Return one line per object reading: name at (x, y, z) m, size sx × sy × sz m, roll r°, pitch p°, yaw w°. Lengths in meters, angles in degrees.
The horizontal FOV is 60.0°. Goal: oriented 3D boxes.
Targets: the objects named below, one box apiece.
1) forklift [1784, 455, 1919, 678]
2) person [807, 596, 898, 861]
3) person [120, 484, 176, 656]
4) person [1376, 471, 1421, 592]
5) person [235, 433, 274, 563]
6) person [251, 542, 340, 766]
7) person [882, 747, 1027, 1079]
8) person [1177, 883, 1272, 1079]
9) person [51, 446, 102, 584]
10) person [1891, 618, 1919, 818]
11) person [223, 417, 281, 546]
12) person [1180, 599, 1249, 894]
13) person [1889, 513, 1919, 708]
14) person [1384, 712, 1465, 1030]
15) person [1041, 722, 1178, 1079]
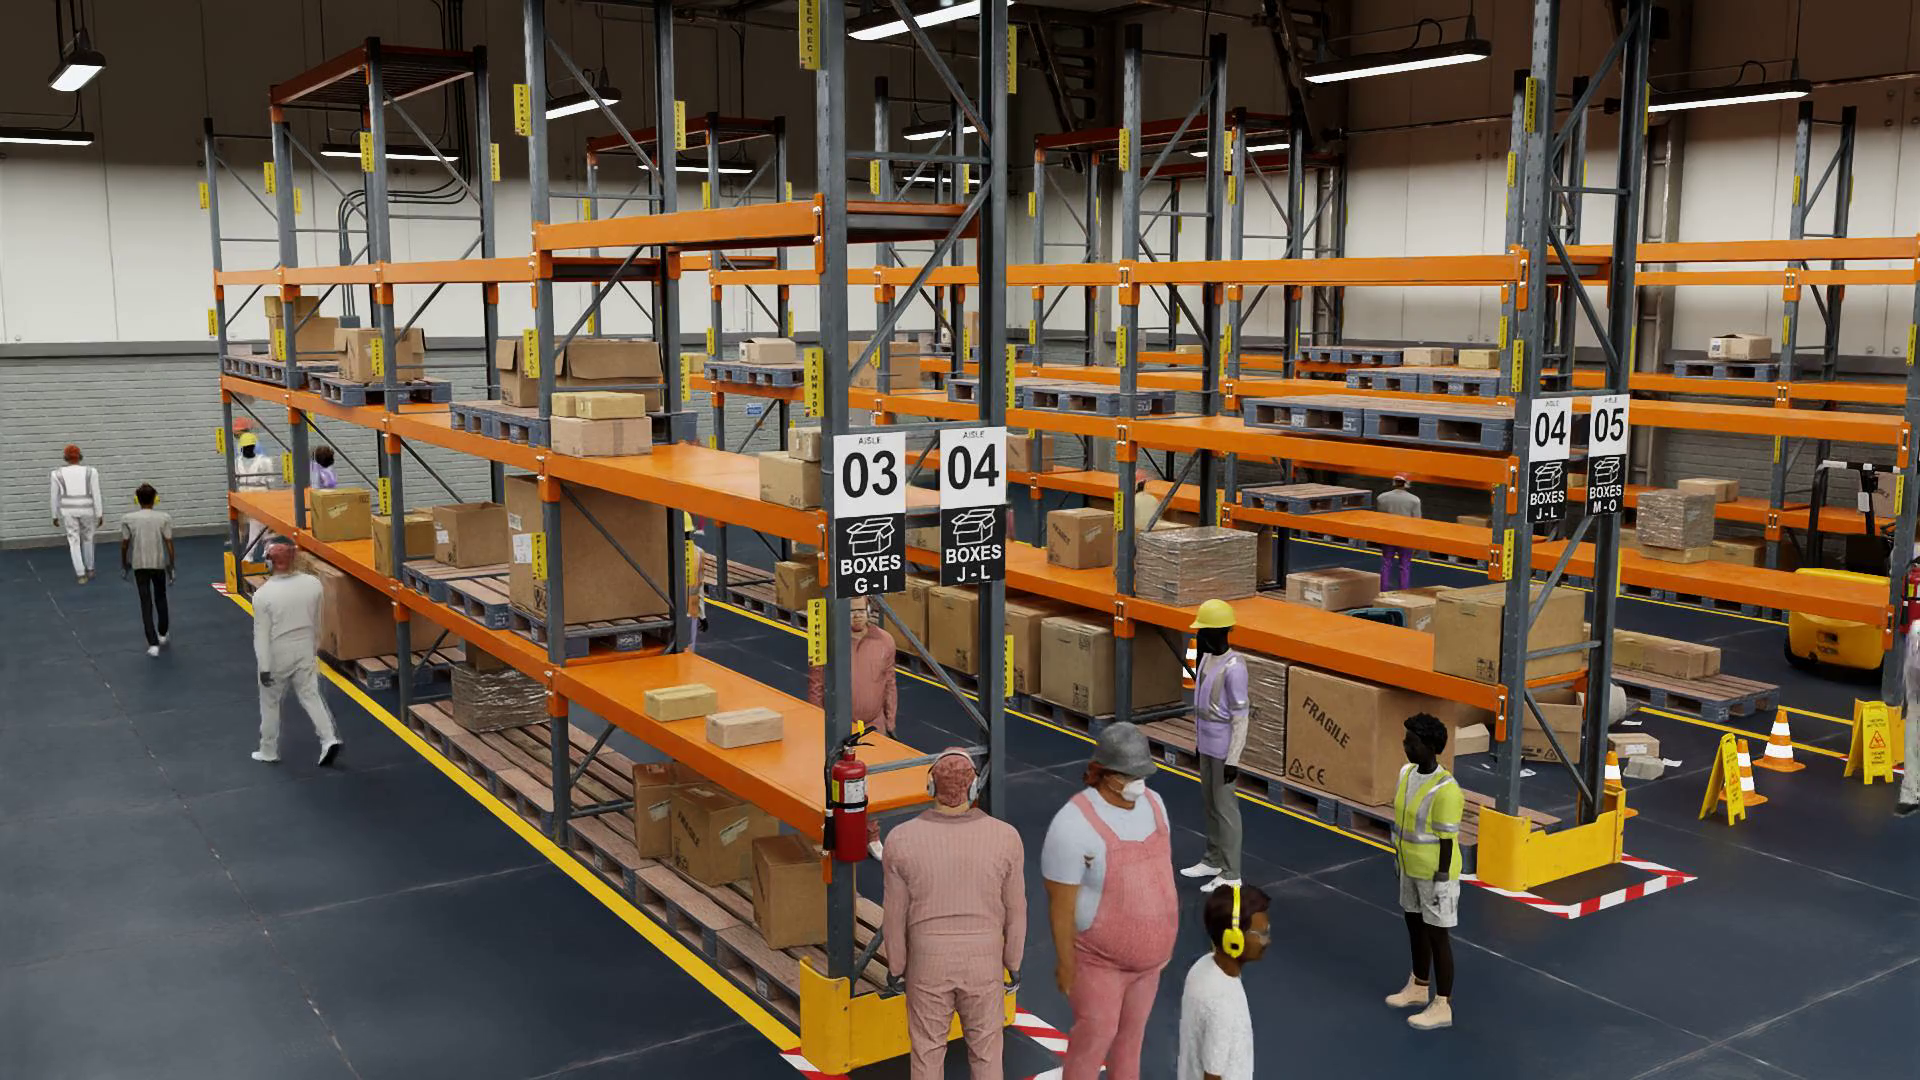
forklift at (9.643, 0.253, 17.172) m, size 2.313 × 2.155 × 1.214 m, roll -6°, pitch 10°, yaw -33°
person at (-0.718, 1.270, 11.355) m, size 0.639 × 1.909 × 0.409 m, roll -3°, pitch 9°, yaw -21°
person at (-8.816, 0.302, 18.050) m, size 0.540 × 1.822 × 0.951 m, roll -4°, pitch 10°, yaw -28°
person at (5.420, -0.033, 20.572) m, size 0.565 × 1.743 × 0.356 m, roll 5°, pitch 10°, yaw 29°
person at (-10.227, -0.630, 24.098) m, size 0.598 × 1.889 × 0.984 m, roll 1°, pitch 9°, yaw 8°
person at (-5.502, 0.940, 13.664) m, size 0.858 × 1.870 × 0.644 m, roll 6°, pitch 11°, yaw 36°
person at (-0.026, 1.860, 7.424) m, size 0.641 × 1.908 × 0.407 m, roll -1°, pitch 9°, yaw -3°
person at (0.990, 2.113, 5.905) m, size 0.527 × 1.852 × 0.562 m, roll 0°, pitch 9°, yaw 2°
person at (-11.919, -0.358, 22.446) m, size 0.597 × 1.824 × 1.000 m, roll -4°, pitch 10°, yaw -26°
person at (7.374, 1.166, 12.430) m, size 0.837 × 1.804 × 0.598 m, roll -6°, pitch 10°, yaw -33°
person at (-10.969, -0.937, 25.813) m, size 0.617 × 1.992 × 1.078 m, roll 4°, pitch 10°, yaw 27°
person at (1.667, 1.335, 10.846) m, size 0.373 × 1.925 × 0.595 m, roll -2°, pitch 9°, yaw -12°
person at (8.956, 0.665, 15.581) m, size 0.516 × 1.843 × 0.326 m, roll 2°, pitch 9°, yaw 15°
person at (2.482, 1.749, 8.882) m, size 0.321 × 1.689 × 0.530 m, roll -2°, pitch 9°, yaw -16°
person at (0.726, 1.787, 7.462) m, size 0.682 × 2.000 × 0.537 m, roll -8°, pitch 12°, yaw -43°
